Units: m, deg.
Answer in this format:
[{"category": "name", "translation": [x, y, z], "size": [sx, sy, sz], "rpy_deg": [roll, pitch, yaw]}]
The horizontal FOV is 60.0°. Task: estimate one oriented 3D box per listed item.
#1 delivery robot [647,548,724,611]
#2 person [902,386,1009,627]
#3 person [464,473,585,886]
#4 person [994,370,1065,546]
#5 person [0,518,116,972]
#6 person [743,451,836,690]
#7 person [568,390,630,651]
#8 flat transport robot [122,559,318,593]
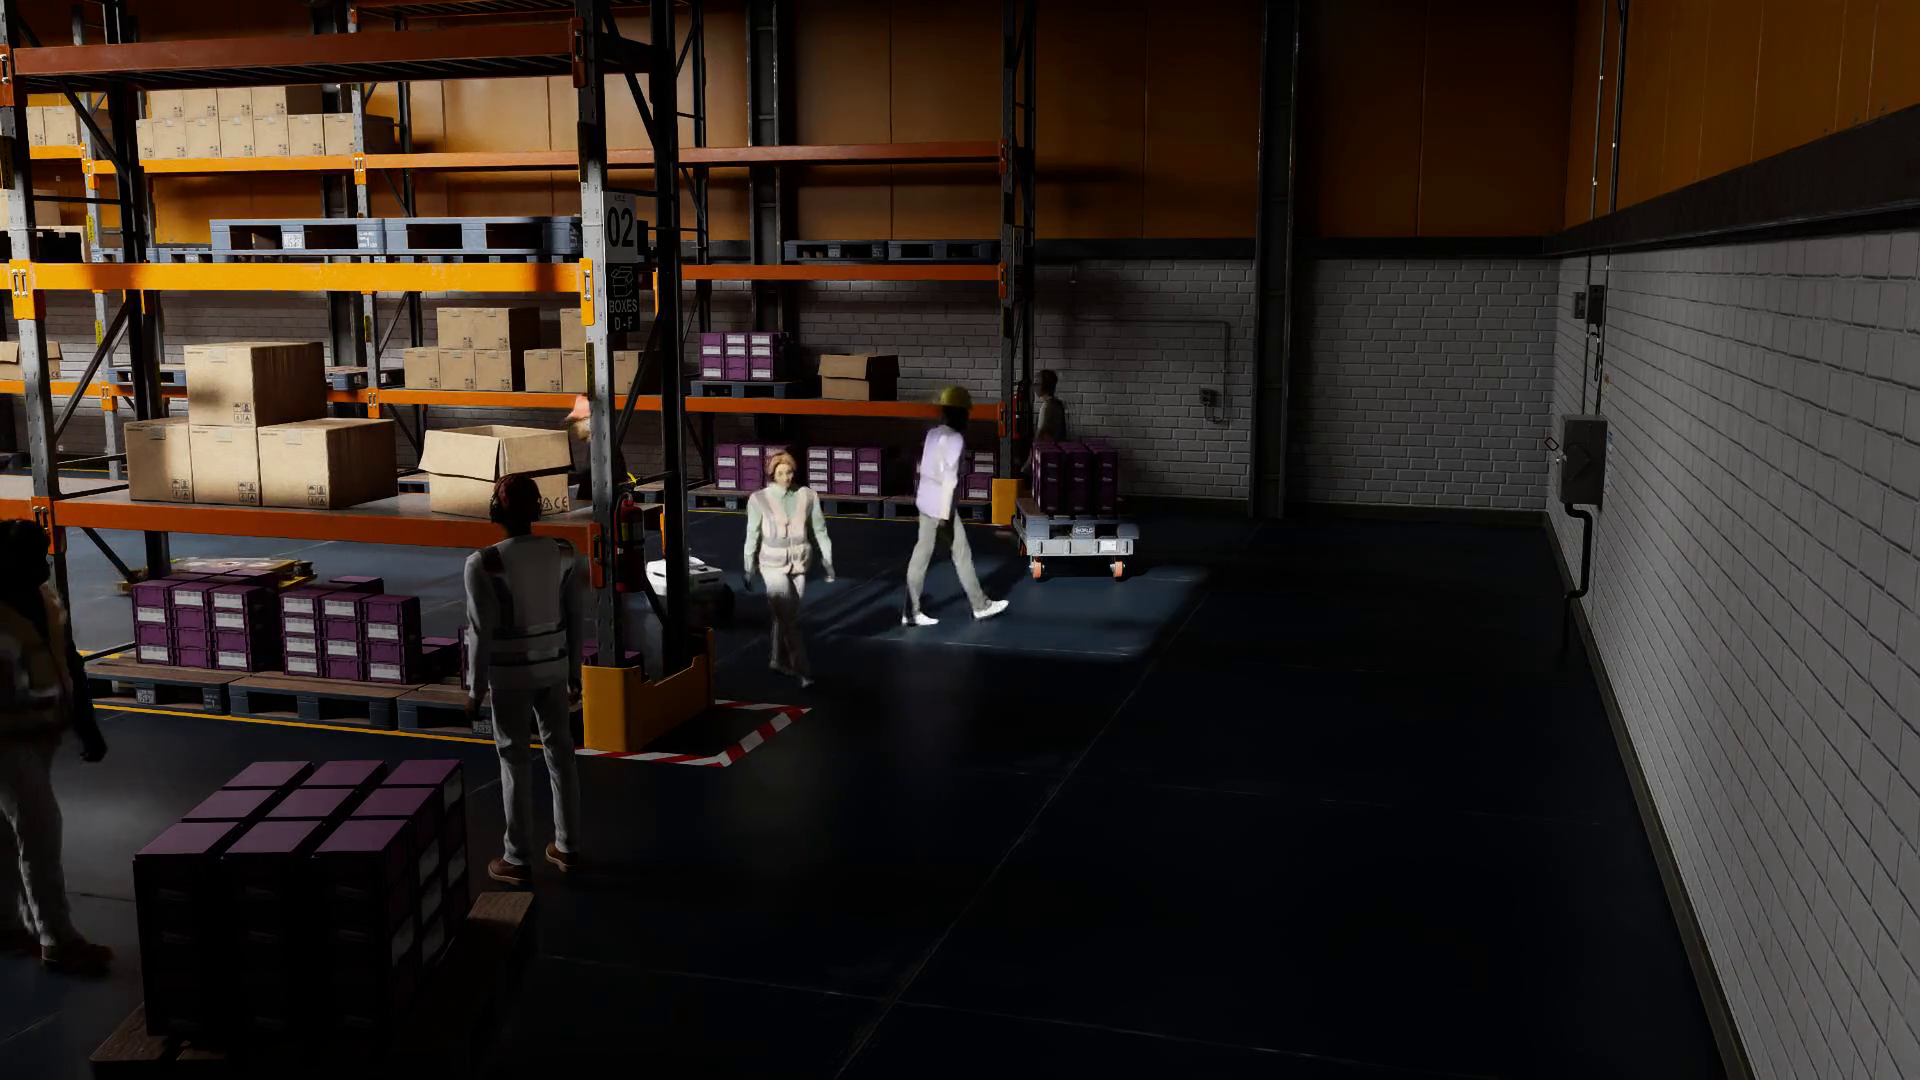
[{"category": "delivery robot", "translation": [-2.207, 0.304, 13.344], "size": [0.477, 0.478, 0.707], "rpy_deg": [-8, 12, -41]}, {"category": "person", "translation": [-0.052, -0.262, 13.065], "size": [0.965, 1.870, 0.602], "rpy_deg": [-5, 10, -27]}, {"category": "person", "translation": [-1.978, 0.634, 7.593], "size": [0.572, 1.883, 0.353], "rpy_deg": [-8, 12, -41]}, {"category": "person", "translation": [0.837, -0.795, 16.576], "size": [0.969, 1.794, 0.511], "rpy_deg": [2, 9, 10]}, {"category": "person", "translation": [-3.686, 0.816, 6.695], "size": [0.781, 1.811, 0.630], "rpy_deg": [0, 9, 0]}, {"category": "person", "translation": [-1.125, 0.197, 11.102], "size": [0.586, 1.585, 0.807], "rpy_deg": [-5, 11, -30]}, {"category": "person", "translation": [-2.444, -0.036, 11.352], "size": [0.391, 1.992, 0.619], "rpy_deg": [-1, 9, -9]}, {"category": "flat transport robot", "translation": [-6.445, 0.305, 14.501], "size": [1.431, 0.197, 0.652], "rpy_deg": [1, 9, 4]}]
